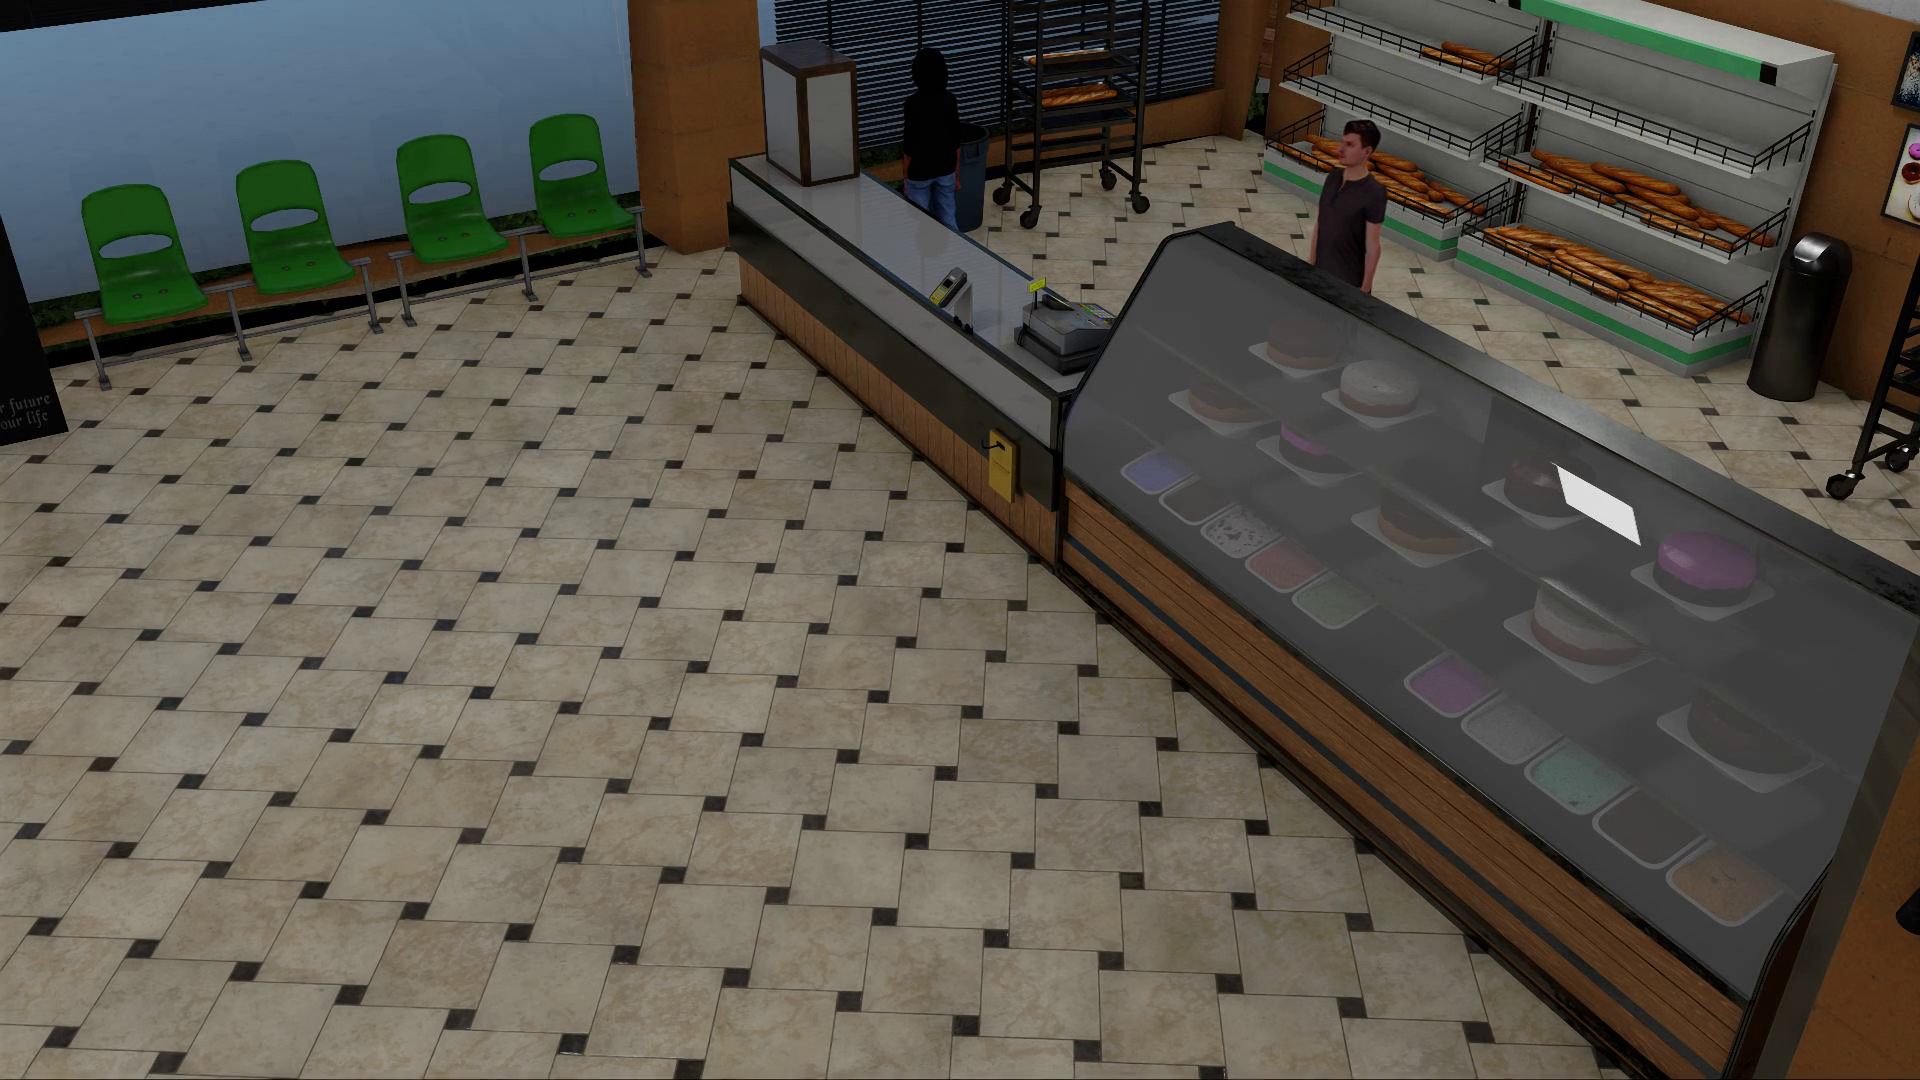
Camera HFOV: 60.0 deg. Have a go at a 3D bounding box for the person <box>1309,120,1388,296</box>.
[{"bbox_3d":[2.147,-1.453,9.326,0.548,1.853,0.653,-15,35,-23],"label":"person"}]

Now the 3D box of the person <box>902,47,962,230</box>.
[{"bbox_3d":[-0.196,-2.401,10.994,0.513,1.701,0.658,-12,34,-18],"label":"person"}]
